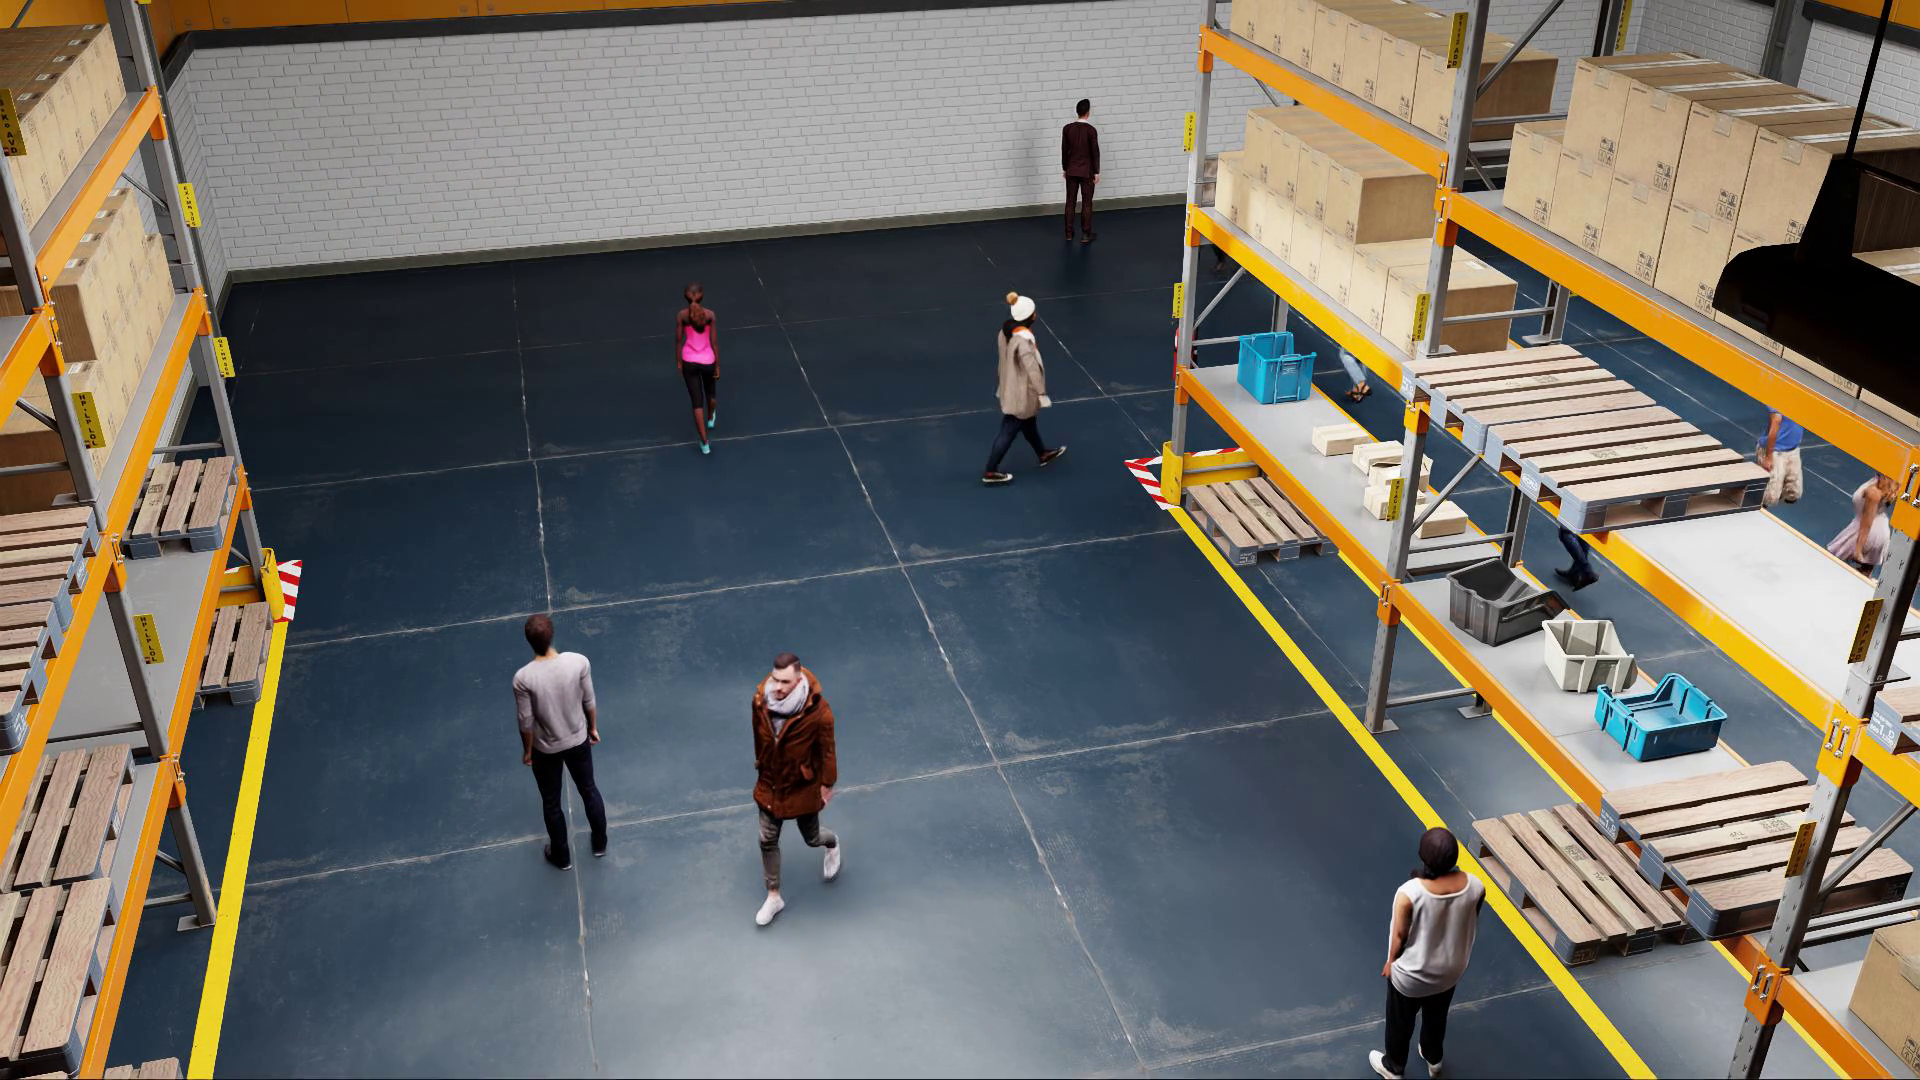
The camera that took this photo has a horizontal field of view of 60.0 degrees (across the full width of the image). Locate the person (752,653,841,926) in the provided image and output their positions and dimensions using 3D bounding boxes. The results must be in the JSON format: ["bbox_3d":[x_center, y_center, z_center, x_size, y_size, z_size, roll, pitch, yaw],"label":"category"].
[{"bbox_3d":[-1.013,1.471,10.314,1.047,1.818,1.171,9,30,17],"label":"person"}]

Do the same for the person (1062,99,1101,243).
[{"bbox_3d":[1.586,-4.853,21.859,0.779,1.865,0.817,12,31,21],"label":"person"}]

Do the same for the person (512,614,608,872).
[{"bbox_3d":[-2.558,1.283,10.633,0.711,1.842,0.626,-16,33,-27],"label":"person"}]

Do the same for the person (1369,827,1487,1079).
[{"bbox_3d":[2.516,2.250,9.023,0.654,1.687,0.609,-6,29,-10],"label":"person"}]

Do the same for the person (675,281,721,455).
[{"bbox_3d":[-2.538,-1.650,16.171,0.637,1.688,1.041,-5,29,-9],"label":"person"}]

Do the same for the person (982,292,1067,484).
[{"bbox_3d":[0.450,-1.382,15.515,0.739,1.846,1.054,-8,30,-14],"label":"person"}]
